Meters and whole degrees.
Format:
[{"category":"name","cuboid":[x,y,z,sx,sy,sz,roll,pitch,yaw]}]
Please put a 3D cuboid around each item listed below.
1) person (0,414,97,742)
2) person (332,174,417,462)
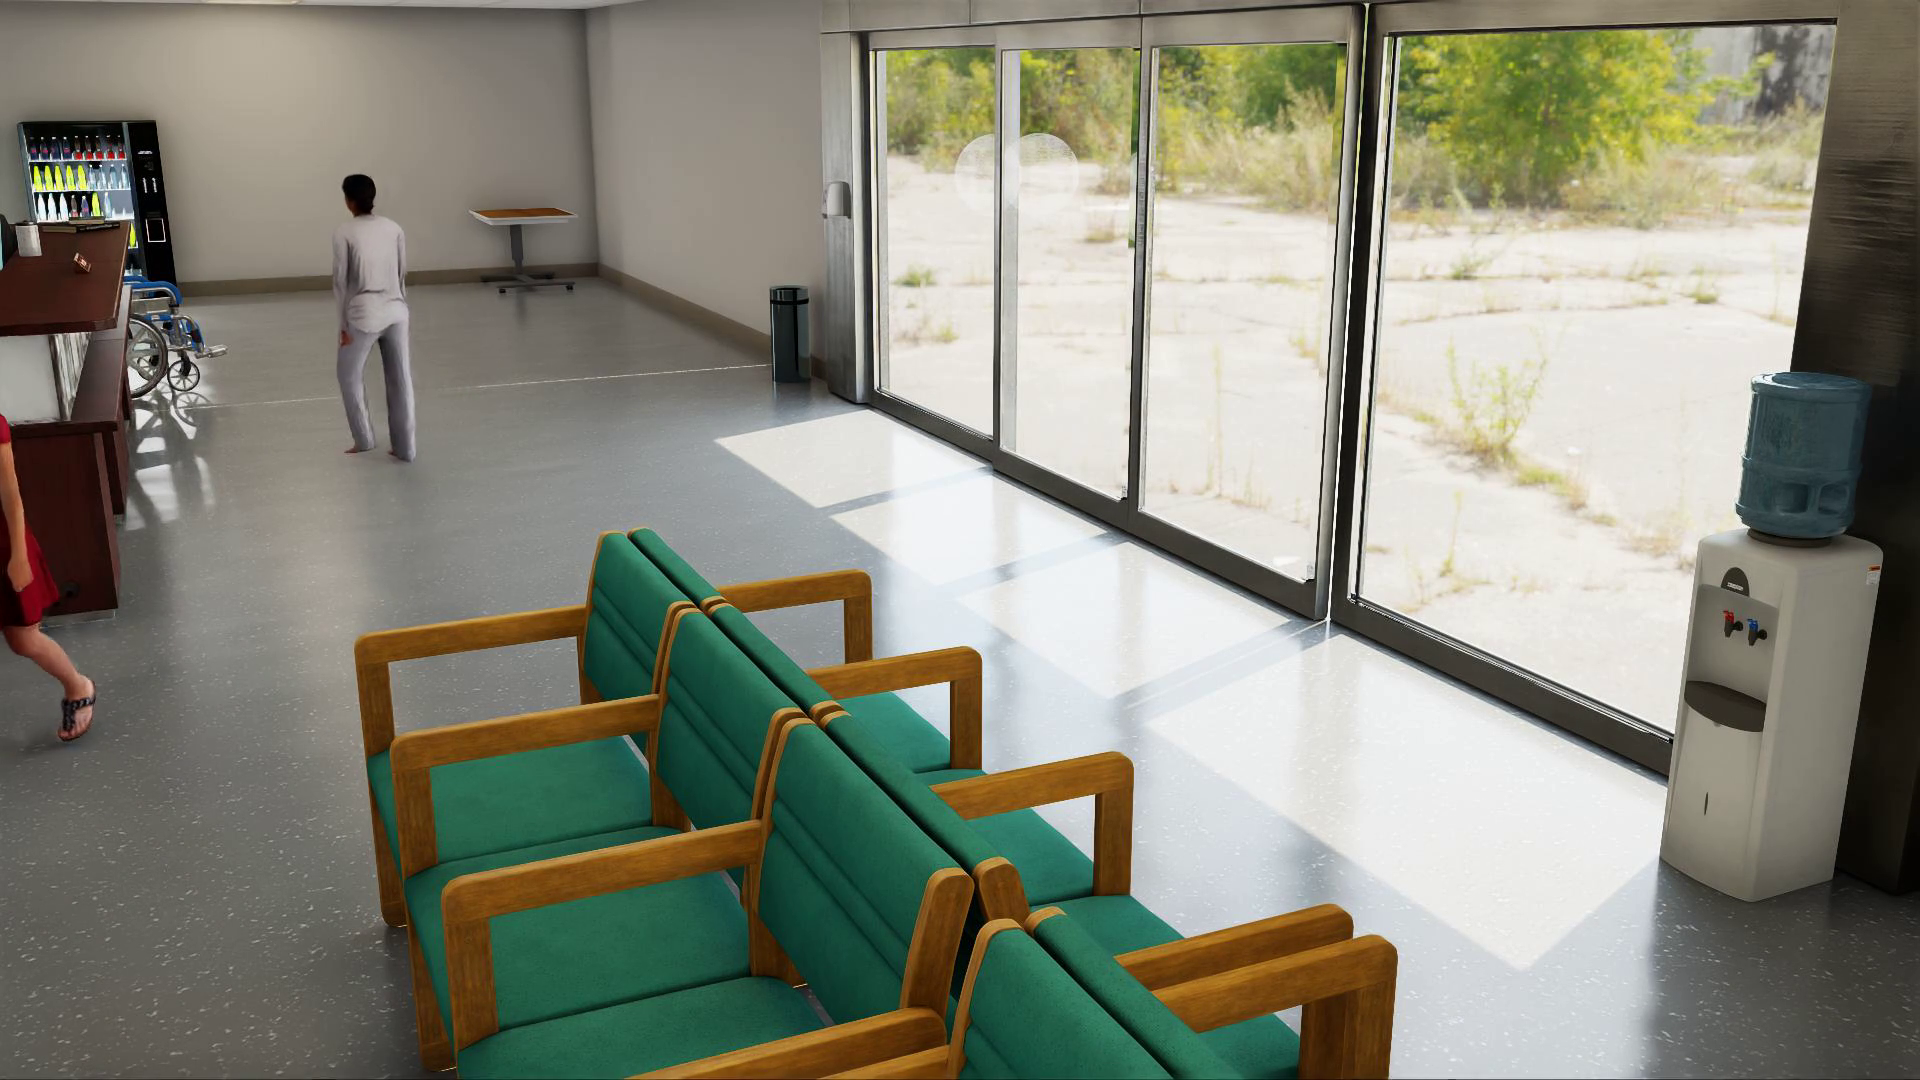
[{"category":"person","cuboid":[-3.273,0.021,5.624,0.972,1.529,0.918,2,16,5]},{"category":"person","cuboid":[-3.483,-1.320,10.038,0.699,1.721,0.794,-12,20,-37]}]
